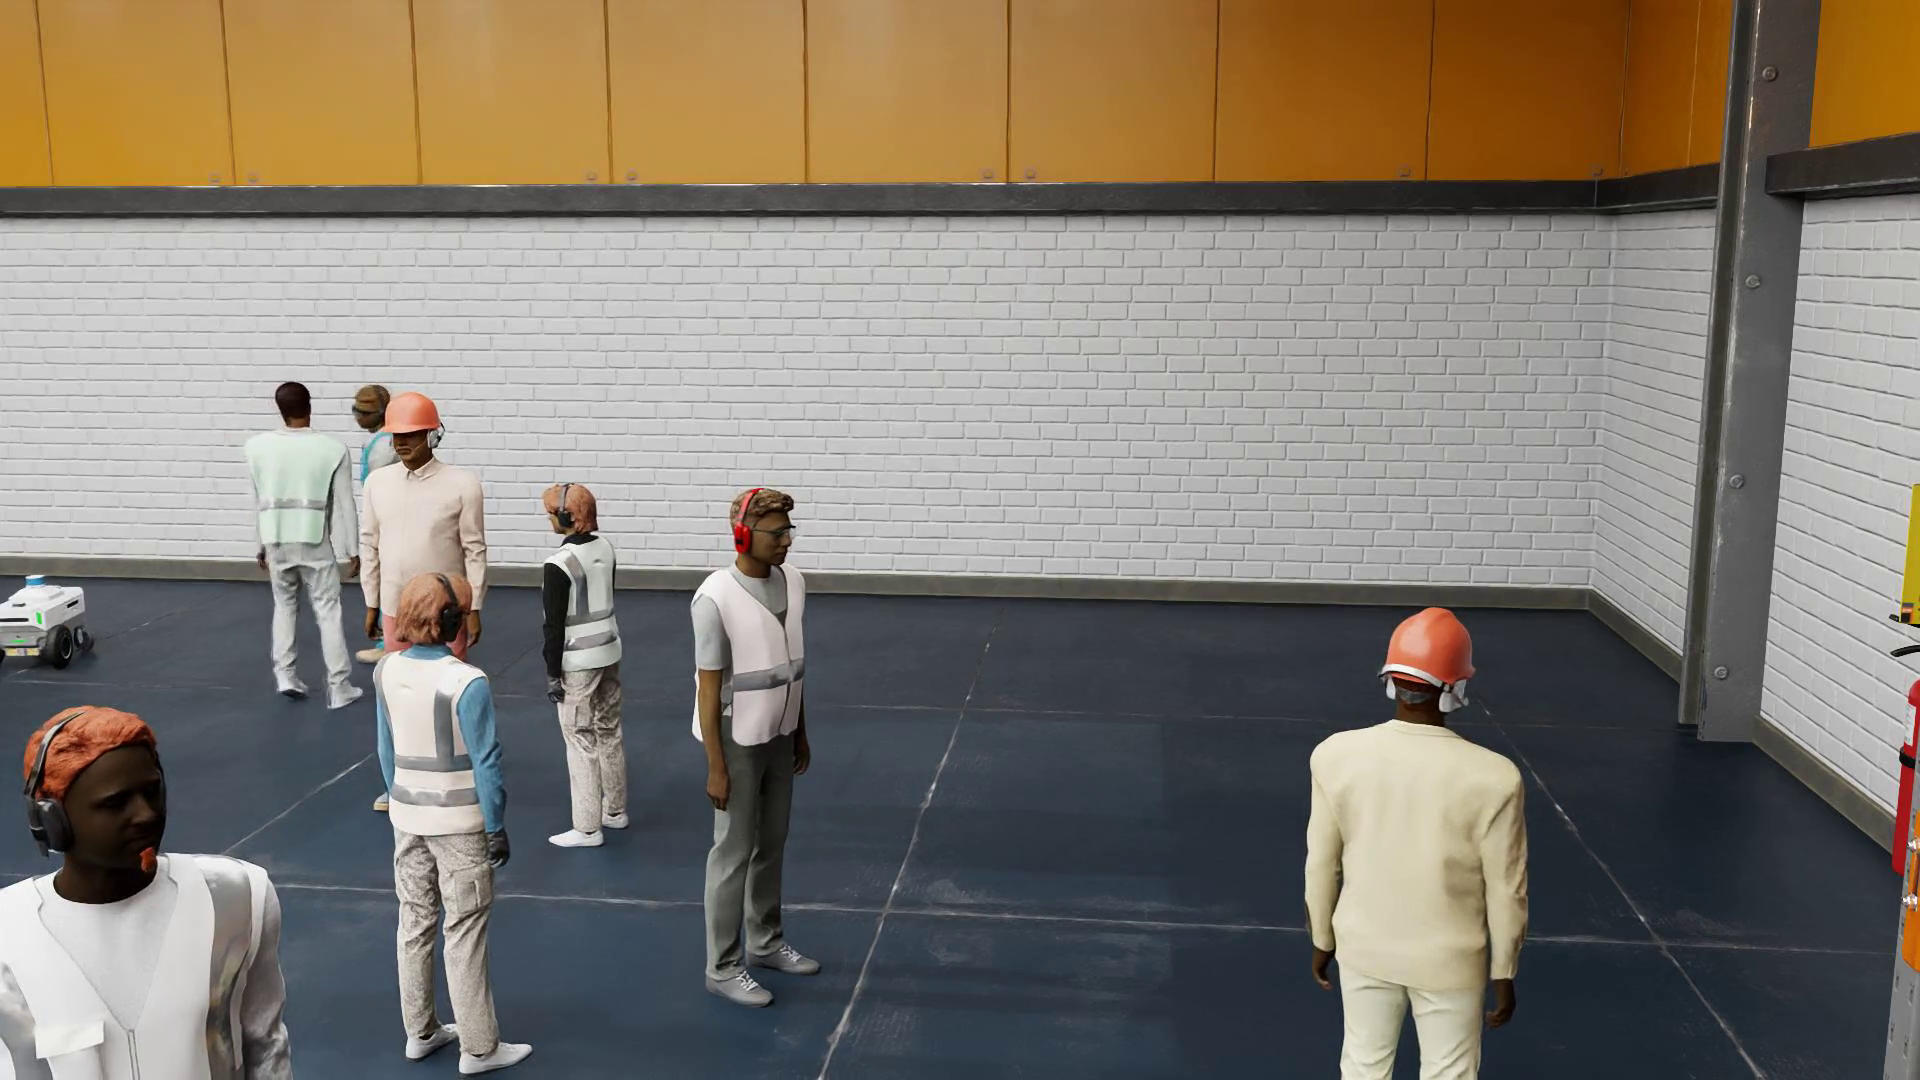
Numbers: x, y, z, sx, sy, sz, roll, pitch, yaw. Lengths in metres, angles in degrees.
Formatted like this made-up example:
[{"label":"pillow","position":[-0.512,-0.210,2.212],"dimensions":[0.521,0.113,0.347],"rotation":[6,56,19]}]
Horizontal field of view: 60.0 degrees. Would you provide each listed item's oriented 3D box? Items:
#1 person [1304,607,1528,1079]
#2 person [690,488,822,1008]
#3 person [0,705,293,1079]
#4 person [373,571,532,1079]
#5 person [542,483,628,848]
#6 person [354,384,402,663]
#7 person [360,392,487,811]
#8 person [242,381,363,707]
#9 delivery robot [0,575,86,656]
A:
[{"label":"person","position":[1.171,1.038,4.286],"dimensions":[0.563,1.753,0.335],"rotation":[6,12,32]},{"label":"person","position":[-0.745,0.719,5.893],"dimensions":[0.386,1.837,0.563],"rotation":[5,11,27]},{"label":"person","position":[-1.454,1.211,2.928],"dimensions":[0.580,1.884,0.352],"rotation":[-7,12,-37]},{"label":"person","position":[-1.654,0.913,5.341],"dimensions":[0.511,1.637,0.307],"rotation":[6,11,30]},{"label":"person","position":[-1.682,0.554,7.418],"dimensions":[0.318,1.629,0.507],"rotation":[4,11,20]},{"label":"person","position":[-3.667,-0.093,10.615],"dimensions":[0.438,1.822,0.577],"rotation":[-4,11,-20]},{"label":"person","position":[-2.529,0.298,7.836],"dimensions":[0.608,1.995,0.377],"rotation":[1,10,6]},{"label":"person","position":[-3.823,0.030,9.676],"dimensions":[0.631,1.886,0.461],"rotation":[-2,10,-9]},{"label":"delivery robot","position":[-5.939,0.468,10.713],"dimensions":[0.477,0.478,0.707],"rotation":[-1,10,-6]}]
